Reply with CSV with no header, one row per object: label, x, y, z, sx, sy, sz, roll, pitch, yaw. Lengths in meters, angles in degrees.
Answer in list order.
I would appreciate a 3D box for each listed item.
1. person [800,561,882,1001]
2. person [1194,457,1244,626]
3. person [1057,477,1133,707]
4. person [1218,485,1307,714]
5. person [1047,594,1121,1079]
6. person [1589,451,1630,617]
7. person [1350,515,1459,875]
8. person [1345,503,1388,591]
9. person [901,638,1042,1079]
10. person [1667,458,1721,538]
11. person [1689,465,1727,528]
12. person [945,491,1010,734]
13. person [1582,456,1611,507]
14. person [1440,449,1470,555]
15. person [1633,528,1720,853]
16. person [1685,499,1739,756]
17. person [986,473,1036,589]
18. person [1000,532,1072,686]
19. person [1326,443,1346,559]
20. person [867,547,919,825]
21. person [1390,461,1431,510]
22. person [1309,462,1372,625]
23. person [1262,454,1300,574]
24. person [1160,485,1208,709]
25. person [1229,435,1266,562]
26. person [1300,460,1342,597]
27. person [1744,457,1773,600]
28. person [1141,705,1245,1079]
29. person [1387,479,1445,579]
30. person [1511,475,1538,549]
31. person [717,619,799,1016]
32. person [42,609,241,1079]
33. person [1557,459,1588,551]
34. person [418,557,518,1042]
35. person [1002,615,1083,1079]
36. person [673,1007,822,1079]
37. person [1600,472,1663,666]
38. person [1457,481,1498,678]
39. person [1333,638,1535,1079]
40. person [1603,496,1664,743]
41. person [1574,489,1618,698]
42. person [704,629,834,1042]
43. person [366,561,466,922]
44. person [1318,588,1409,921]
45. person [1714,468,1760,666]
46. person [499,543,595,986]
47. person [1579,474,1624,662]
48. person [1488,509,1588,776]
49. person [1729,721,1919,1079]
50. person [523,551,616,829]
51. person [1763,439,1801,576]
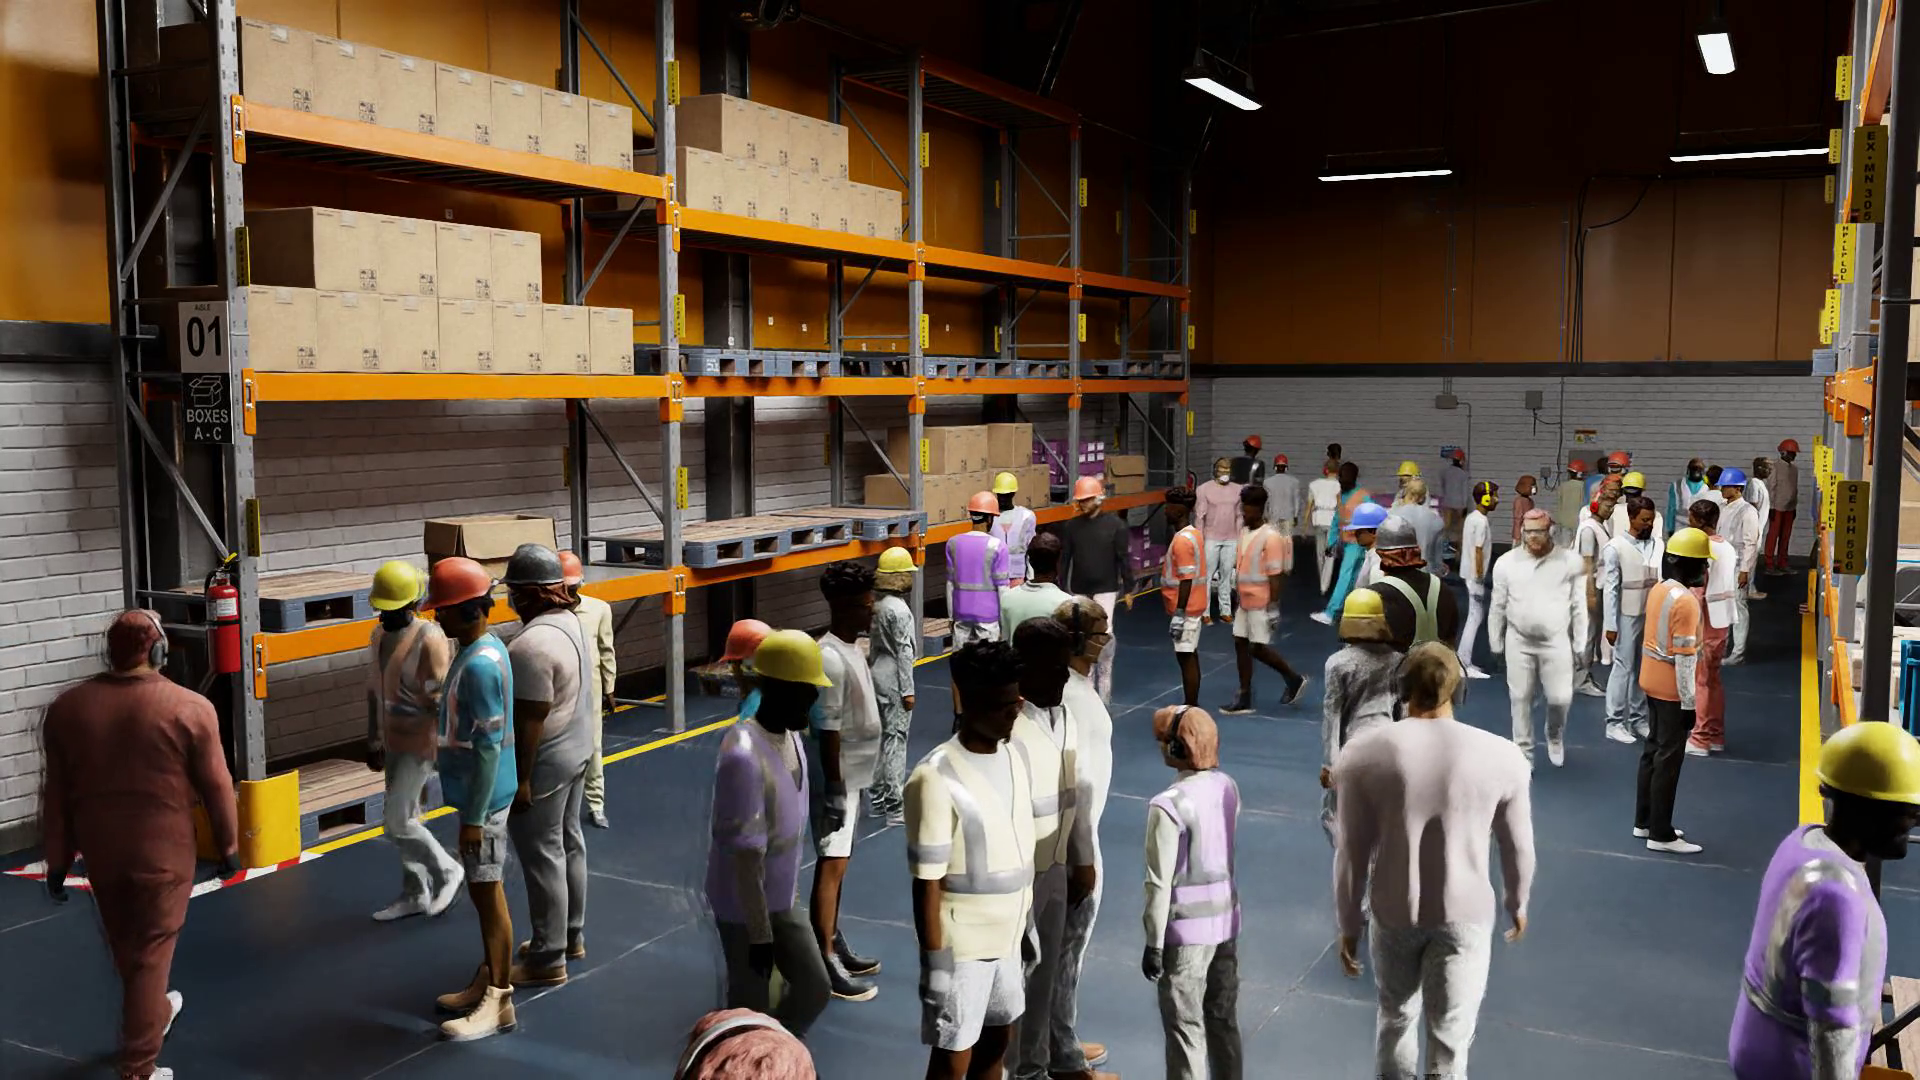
person,-0.540,1.069,7.566,0.370,1.965,0.608,0,5,3
person,2.977,0.020,19.036,0.627,1.934,0.372,-2,6,-19
person,1.125,0.443,14.306,0.664,1.957,0.662,2,6,22
person,2.521,0.495,13.839,0.654,1.942,0.618,-2,6,-17
person,0.439,1.178,6.540,0.371,1.940,0.627,0,5,-3
person,7.675,-0.049,19.512,0.620,1.986,0.408,5,7,43
person,2.422,0.868,9.338,0.685,2.000,0.535,-3,6,-30
person,2.901,0.704,11.664,0.419,1.939,0.610,1,5,14
person,0.059,1.280,5.402,0.376,1.955,0.607,4,7,36
person,9.443,-0.147,21.408,0.626,1.827,0.477,2,6,23
person,8.387,0.097,18.557,0.538,1.866,0.313,2,6,18
person,0.154,0.580,13.067,0.549,1.925,0.384,3,6,27
person,8.490,-0.206,22.050,0.700,1.818,0.626,-2,6,-21
person,7.973,-0.604,26.837,0.656,1.732,0.570,-4,7,-39
person,4.254,0.883,9.863,0.409,1.918,0.585,1,5,7
person,5.584,0.650,12.419,0.600,1.908,0.396,-5,7,-45
person,0.440,0.313,15.938,0.589,1.923,0.383,0,5,-1
person,0.471,0.915,9.471,0.386,1.921,0.595,-5,7,-43
person,5.960,-0.618,26.396,0.346,1.841,0.505,5,7,41
person,-0.405,0.911,10.457,0.296,1.744,0.487,-3,6,-27
person,5.449,-0.045,20.267,0.403,1.834,0.588,-2,6,-24
person,4.438,0.043,19.128,0.938,1.864,0.606,-2,6,-16
person,4.656,-0.369,24.168,0.563,1.752,0.325,0,5,-3
person,1.777,0.543,13.230,0.373,1.966,0.607,1,6,16
person,4.362,-0.594,25.253,0.621,2.009,0.459,5,7,42
person,4.815,-0.158,21.835,0.645,1.766,1.005,2,6,22
person,10.250,-0.152,21.387,0.346,1.840,0.505,3,6,29
person,0.820,1.394,5.881,0.319,1.631,0.513,5,7,41
person,4.144,0.388,15.256,0.653,1.896,0.497,-1,5,-9
person,7.041,0.007,20.769,0.279,1.632,0.502,4,7,37
person,-0.880,1.213,7.247,0.351,1.738,0.573,1,5,7
person,-3.221,1.204,6.655,0.670,1.862,0.946,0,5,-2
person,8.352,-0.219,22.559,0.324,1.752,0.561,-3,6,-27
person,-2.076,1.082,7.061,0.382,2.037,0.606,-2,6,-17
person,0.258,1.227,6.137,0.392,1.917,0.593,3,6,31
person,-0.296,1.596,2.312,0.652,1.894,0.400,-4,6,-34
person,6.518,0.294,16.213,0.591,1.912,0.398,2,6,25
person,4.862,0.376,15.641,0.346,1.858,0.522,1,5,9
person,1.631,1.275,5.733,0.647,1.886,0.976,2,6,21
person,5.196,0.611,12.845,0.598,1.907,0.409,-3,6,-29
person,5.610,0.463,14.770,0.388,1.837,0.564,3,6,27
person,-0.687,1.259,5.862,0.471,1.900,0.620,1,6,15
person,-2.799,1.031,8.384,0.679,1.886,0.435,5,7,42
person,2.040,1.108,8.436,0.538,1.719,0.412,-2,6,-19
person,7.577,0.262,16.352,0.385,1.948,0.605,-1,5,-10
person,-1.983,1.014,7.762,0.535,2.000,0.681,0,5,4
person,6.425,0.283,16.505,0.575,1.880,0.351,1,5,10
person,4.043,0.722,11.659,0.674,1.894,0.492,2,6,23
person,2.251,1.403,4.342,0.475,1.904,0.590,2,6,20
person,-2.407,0.931,10.276,0.574,1.739,0.350,-2,6,-22
person,11.920,-0.472,24.063,0.612,1.986,0.407,-3,6,-29
